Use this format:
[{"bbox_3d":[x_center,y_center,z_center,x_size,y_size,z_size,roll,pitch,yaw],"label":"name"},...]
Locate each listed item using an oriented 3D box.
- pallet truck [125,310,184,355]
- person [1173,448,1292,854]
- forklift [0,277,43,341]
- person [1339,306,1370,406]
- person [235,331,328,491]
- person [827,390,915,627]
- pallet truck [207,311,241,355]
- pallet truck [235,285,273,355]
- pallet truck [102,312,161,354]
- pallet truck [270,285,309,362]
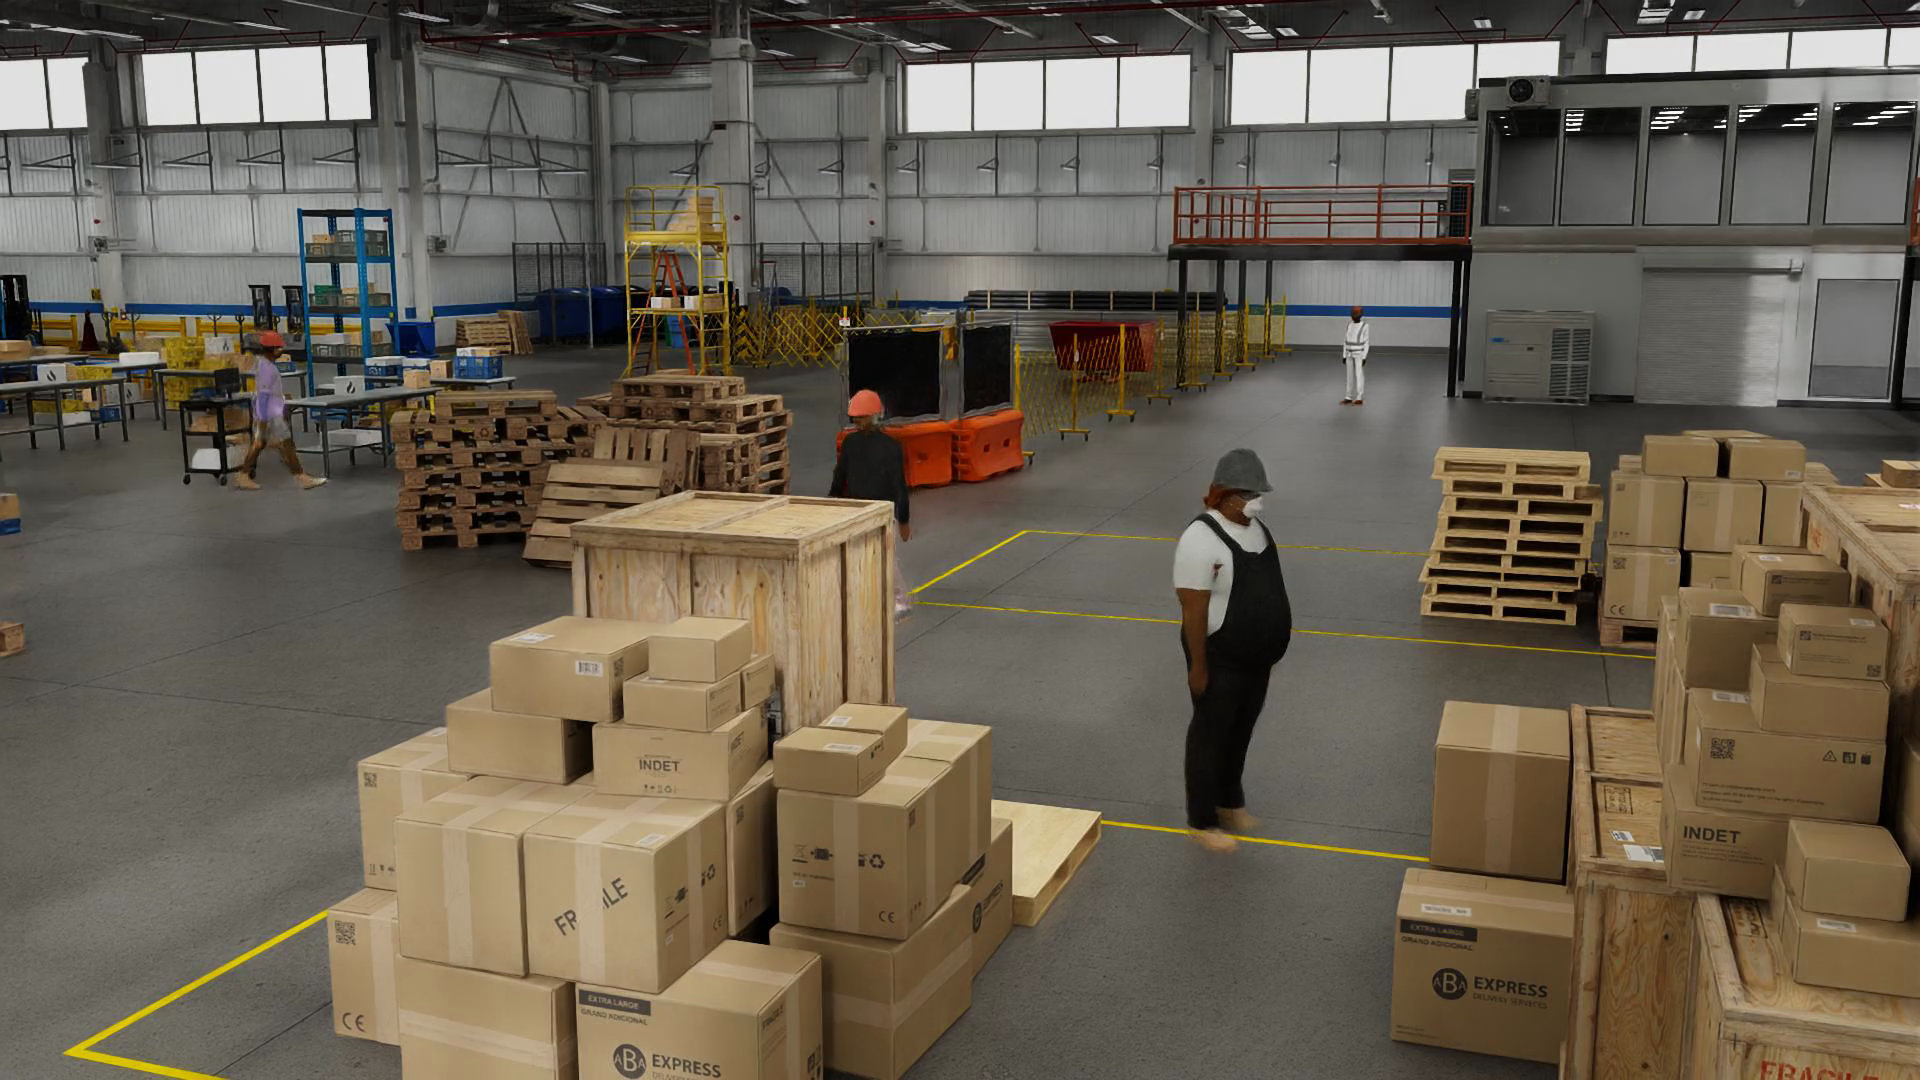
[{"bbox_3d":[-22.038,-5.665,45.457,0.704,1.261,1.522,3,11,17],"label":"pallet truck"},{"bbox_3d":[1.404,0.539,8.405,0.536,2.000,0.687,8,13,39],"label":"person"},{"bbox_3d":[-27.151,-6.329,46.328,1.157,1.987,2.680,3,11,17],"label":"forklift"},{"bbox_3d":[7.474,-3.480,31.481,0.356,1.884,0.574,-7,12,-36],"label":"person"},{"bbox_3d":[-8.481,-1.582,20.534,1.093,1.985,0.625,-4,11,-22],"label":"person"},{"bbox_3d":[-0.689,-0.204,12.926,1.080,1.938,0.592,-9,13,-41],"label":"person"},{"bbox_3d":[-19.537,-5.575,44.913,0.653,1.274,1.630,3,11,19],"label":"pallet truck"},{"bbox_3d":[-18.327,-5.835,44.421,0.823,1.965,1.885,4,11,23],"label":"pallet truck"},{"bbox_3d":[-23.057,-5.777,46.261,0.680,1.201,1.601,3,11,19],"label":"pallet truck"},{"bbox_3d":[-17.147,-5.700,43.663,0.823,1.965,1.885,3,11,17],"label":"pallet truck"}]
